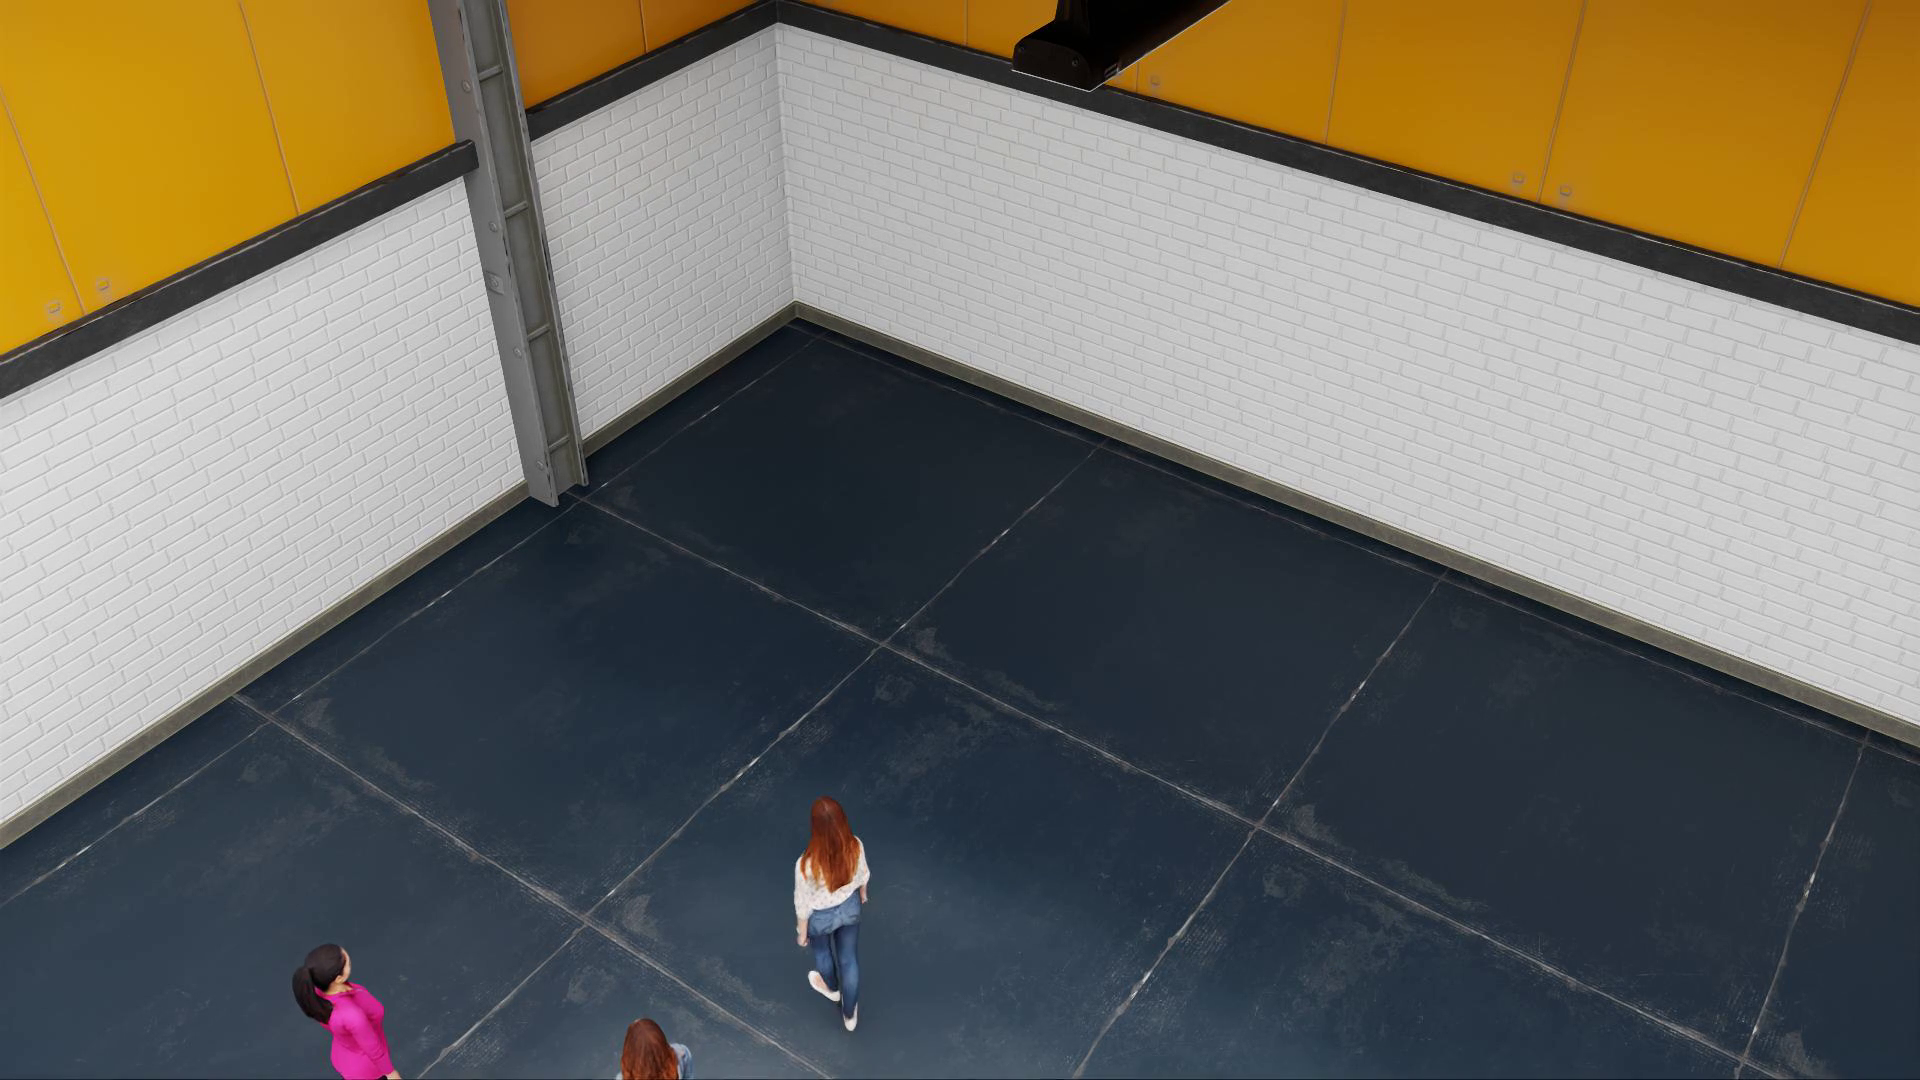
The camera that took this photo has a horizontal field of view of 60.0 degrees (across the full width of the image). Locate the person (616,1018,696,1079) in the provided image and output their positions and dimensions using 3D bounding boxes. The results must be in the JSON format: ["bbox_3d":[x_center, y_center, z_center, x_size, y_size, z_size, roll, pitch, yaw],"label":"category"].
[{"bbox_3d":[-1.466,2.828,8.154,0.534,1.477,0.675,-24,44,-27],"label":"person"}]

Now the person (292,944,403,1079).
[{"bbox_3d":[-2.983,2.596,8.265,0.576,1.701,0.561,25,45,28],"label":"person"}]

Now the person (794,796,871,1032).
[{"bbox_3d":[-0.675,2.040,8.951,0.777,1.713,0.828,-15,41,-18],"label":"person"}]
